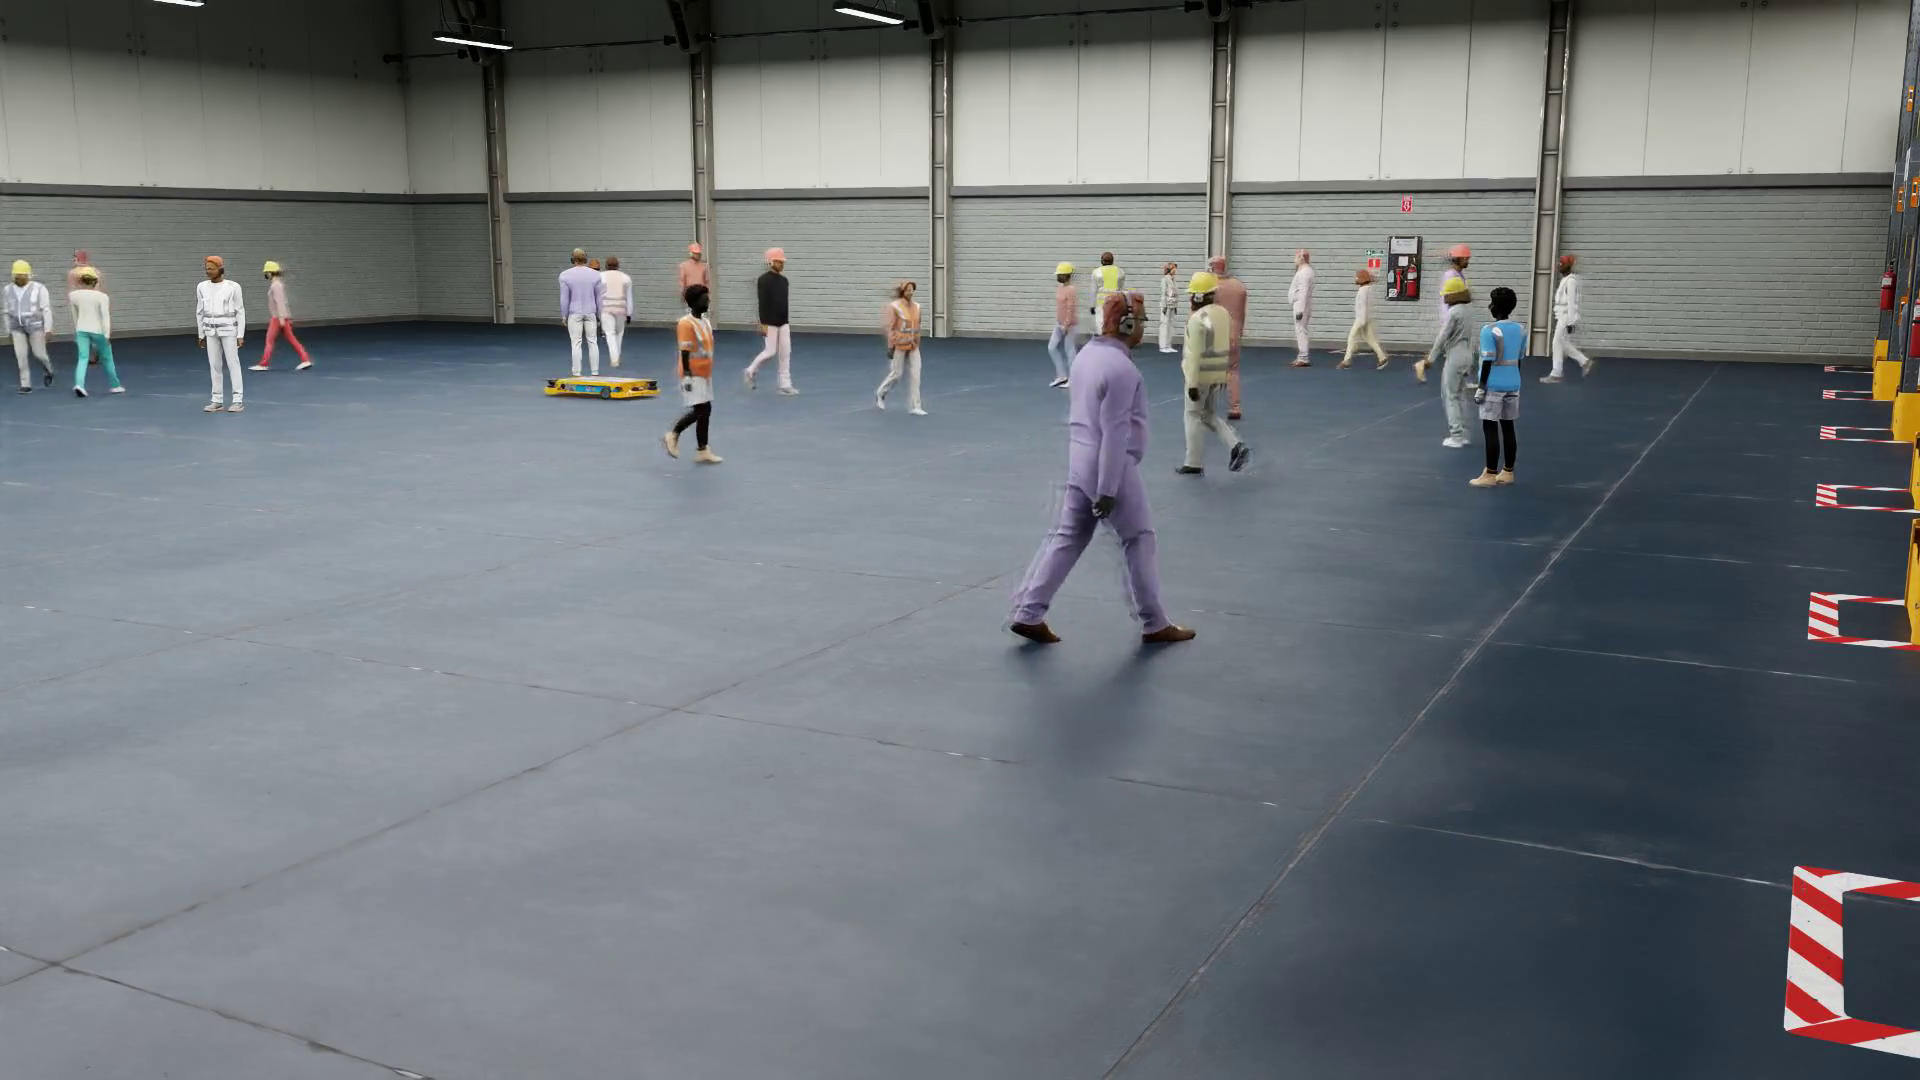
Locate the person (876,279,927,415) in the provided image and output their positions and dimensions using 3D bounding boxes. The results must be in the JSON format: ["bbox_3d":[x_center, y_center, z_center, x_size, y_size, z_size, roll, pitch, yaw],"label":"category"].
[{"bbox_3d":[-0.697,-2.300,19.842,0.523,1.619,0.670,-10,14,-42],"label":"person"}]

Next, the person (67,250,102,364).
[{"bbox_3d":[-14.336,-3.811,27.346,0.557,1.892,0.649,4,11,23],"label":"person"}]

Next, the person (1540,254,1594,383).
[{"bbox_3d":[8.801,-3.187,23.988,0.656,1.863,0.587,3,11,16],"label":"person"}]

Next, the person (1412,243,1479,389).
[{"bbox_3d":[6.838,-3.119,23.211,0.852,2.024,0.616,7,13,34],"label":"person"}]

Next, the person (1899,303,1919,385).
[{"bbox_3d":[11.074,-2.190,19.186,0.265,1.632,0.508,-4,11,-21],"label":"person"}]

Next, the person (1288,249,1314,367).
[{"bbox_3d":[5.537,-3.772,27.070,0.404,1.906,0.651,3,11,15],"label":"person"}]

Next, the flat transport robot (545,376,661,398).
[{"bbox_3d":[-4.745,-2.036,22.065,1.431,0.197,0.652,6,12,28],"label":"flat transport robot"}]

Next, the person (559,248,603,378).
[{"bbox_3d":[-5.527,-3.281,24.302,0.630,1.940,0.372,-5,12,-27],"label":"person"}]

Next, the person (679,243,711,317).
[{"bbox_3d":[-5.177,-4.795,32.444,0.636,1.980,0.558,-5,12,-26],"label":"person"}]

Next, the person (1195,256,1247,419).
[{"bbox_3d":[2.978,-2.306,19.133,0.674,1.887,0.441,-4,11,-23],"label":"person"}]

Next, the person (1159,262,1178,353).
[{"bbox_3d":[3.800,-4.224,30.265,0.310,1.636,0.523,6,12,30],"label":"person"}]

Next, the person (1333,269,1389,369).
[{"bbox_3d":[6.453,-3.517,26.529,0.842,1.595,0.514,4,11,20],"label":"person"}]

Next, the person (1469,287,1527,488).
[{"bbox_3d":[4.553,-1.285,14.077,0.541,1.696,0.315,-7,13,-35],"label":"person"}]

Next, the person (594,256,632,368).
[{"bbox_3d":[-5.621,-3.676,26.871,0.635,1.799,0.950,-5,11,-24],"label":"person"}]

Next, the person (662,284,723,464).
[{"bbox_3d":[-2.480,-1.534,15.442,0.468,1.684,0.548,3,11,17],"label":"person"}]

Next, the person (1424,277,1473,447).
[{"bbox_3d":[4.995,-1.799,16.841,0.415,1.711,0.543,9,14,40],"label":"person"}]

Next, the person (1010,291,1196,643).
[{"bbox_3d":[0.720,-0.359,8.613,0.969,1.859,0.637,-4,11,-20],"label":"person"}]

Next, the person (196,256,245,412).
[{"bbox_3d":[-8.937,-2.485,20.110,0.583,1.882,0.337,1,10,7],"label":"person"}]

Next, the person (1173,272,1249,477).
[{"bbox_3d":[2.198,-1.440,14.597,0.576,1.813,0.605,9,14,42],"label":"person"}]

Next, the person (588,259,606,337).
[{"bbox_3d":[-7.647,-5.072,34.902,0.508,1.632,0.273,-9,14,-41],"label":"person"}]

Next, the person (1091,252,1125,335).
[{"bbox_3d":[2.566,-4.110,29.091,0.627,1.844,0.429,-3,11,-15],"label":"person"}]

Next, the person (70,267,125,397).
[{"bbox_3d":[-11.544,-2.771,22.106,0.521,1.717,0.909,-1,10,-4],"label":"person"}]

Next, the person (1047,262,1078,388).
[{"bbox_3d":[1.430,-2.989,23.183,0.500,1.750,0.538,-3,11,-18],"label":"person"}]

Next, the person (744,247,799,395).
[{"bbox_3d":[-2.520,-2.928,22.274,0.744,1.977,0.627,7,13,34],"label":"person"}]

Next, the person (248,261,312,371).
[{"bbox_3d":[-10.701,-3.508,26.132,0.918,1.725,0.543,-3,11,-17],"label":"person"}]

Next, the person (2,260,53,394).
[{"bbox_3d":[-12.598,-2.890,22.533,0.621,1.808,0.630,-1,10,-7],"label":"person"}]
